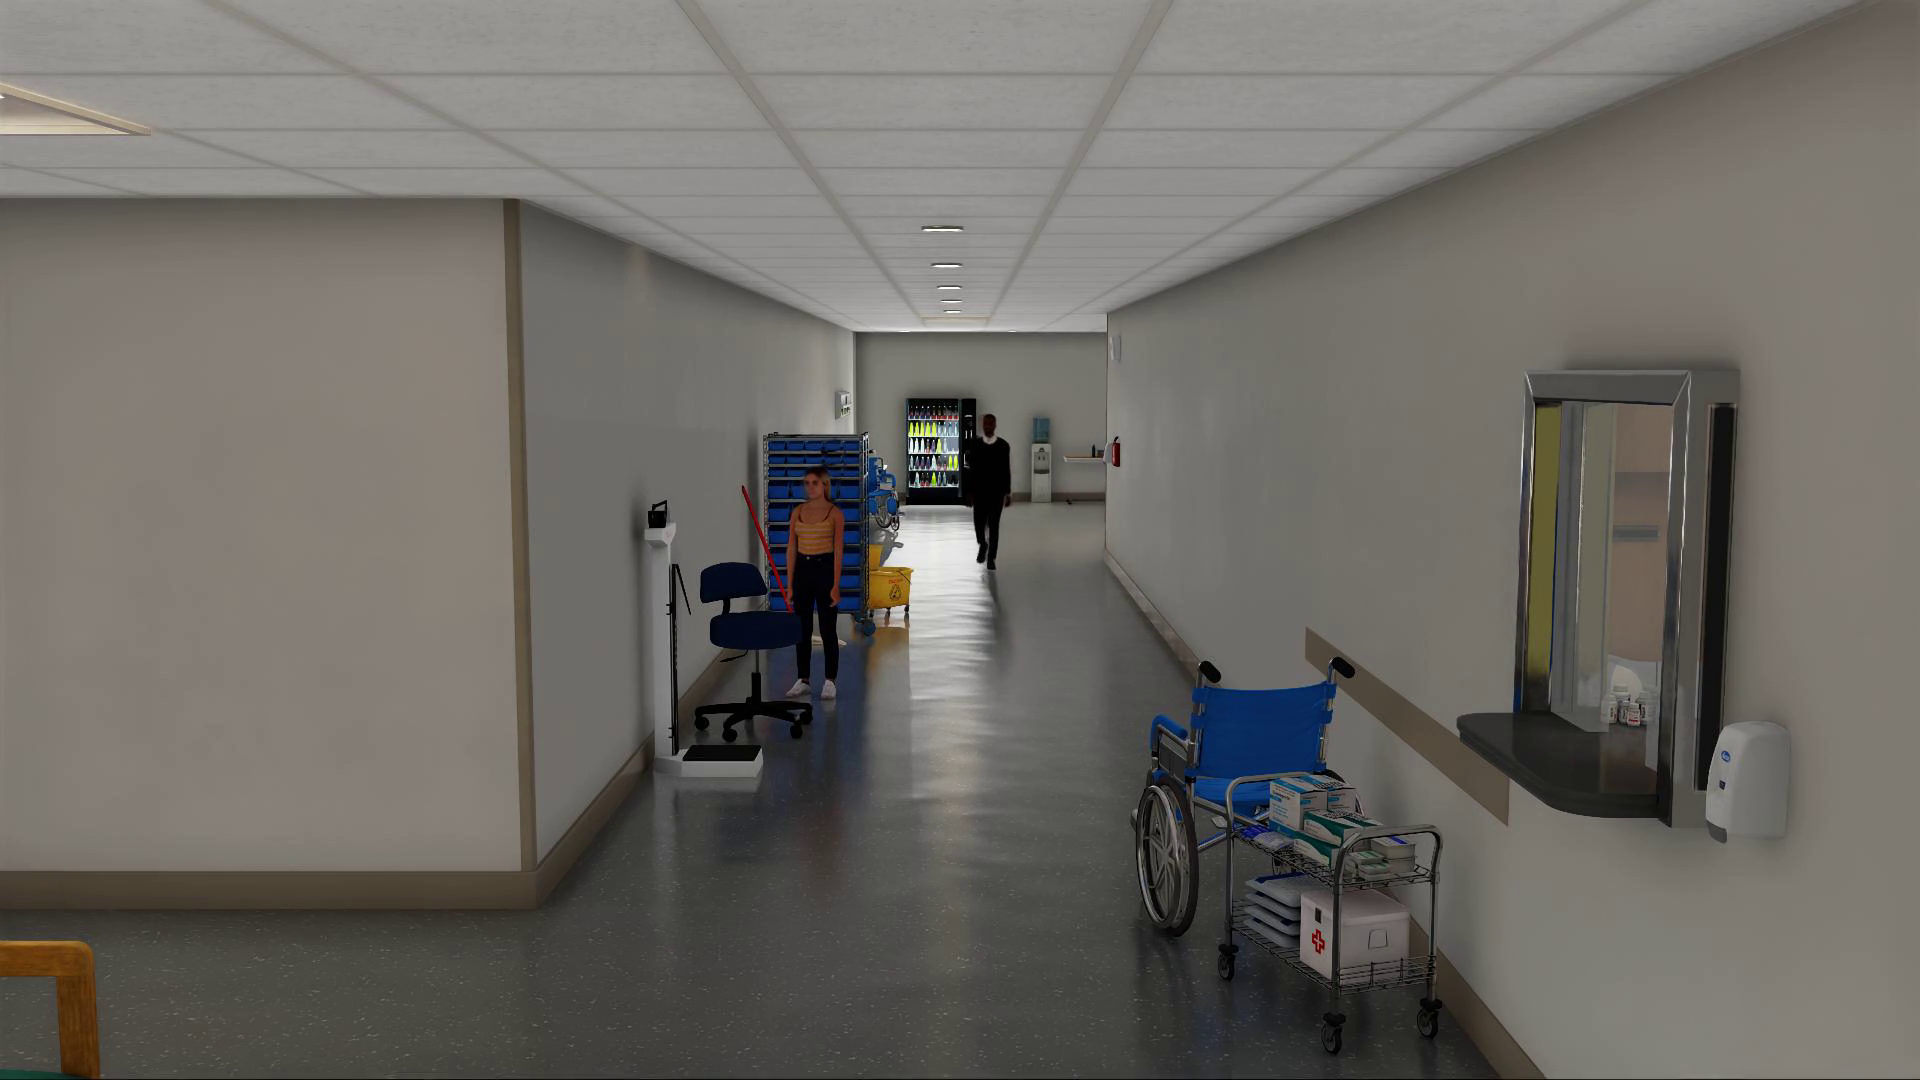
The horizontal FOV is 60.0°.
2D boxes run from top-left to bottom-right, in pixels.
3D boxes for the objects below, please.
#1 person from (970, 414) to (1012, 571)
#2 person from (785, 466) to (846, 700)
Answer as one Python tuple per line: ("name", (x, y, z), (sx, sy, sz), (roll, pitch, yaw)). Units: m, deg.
("person", (0.351, -0.559, 19.332), (0.698, 1.792, 0.697), (0, 6, 1))
("person", (-1.010, 0.292, 11.686), (0.544, 1.629, 0.681), (2, 6, 16))
